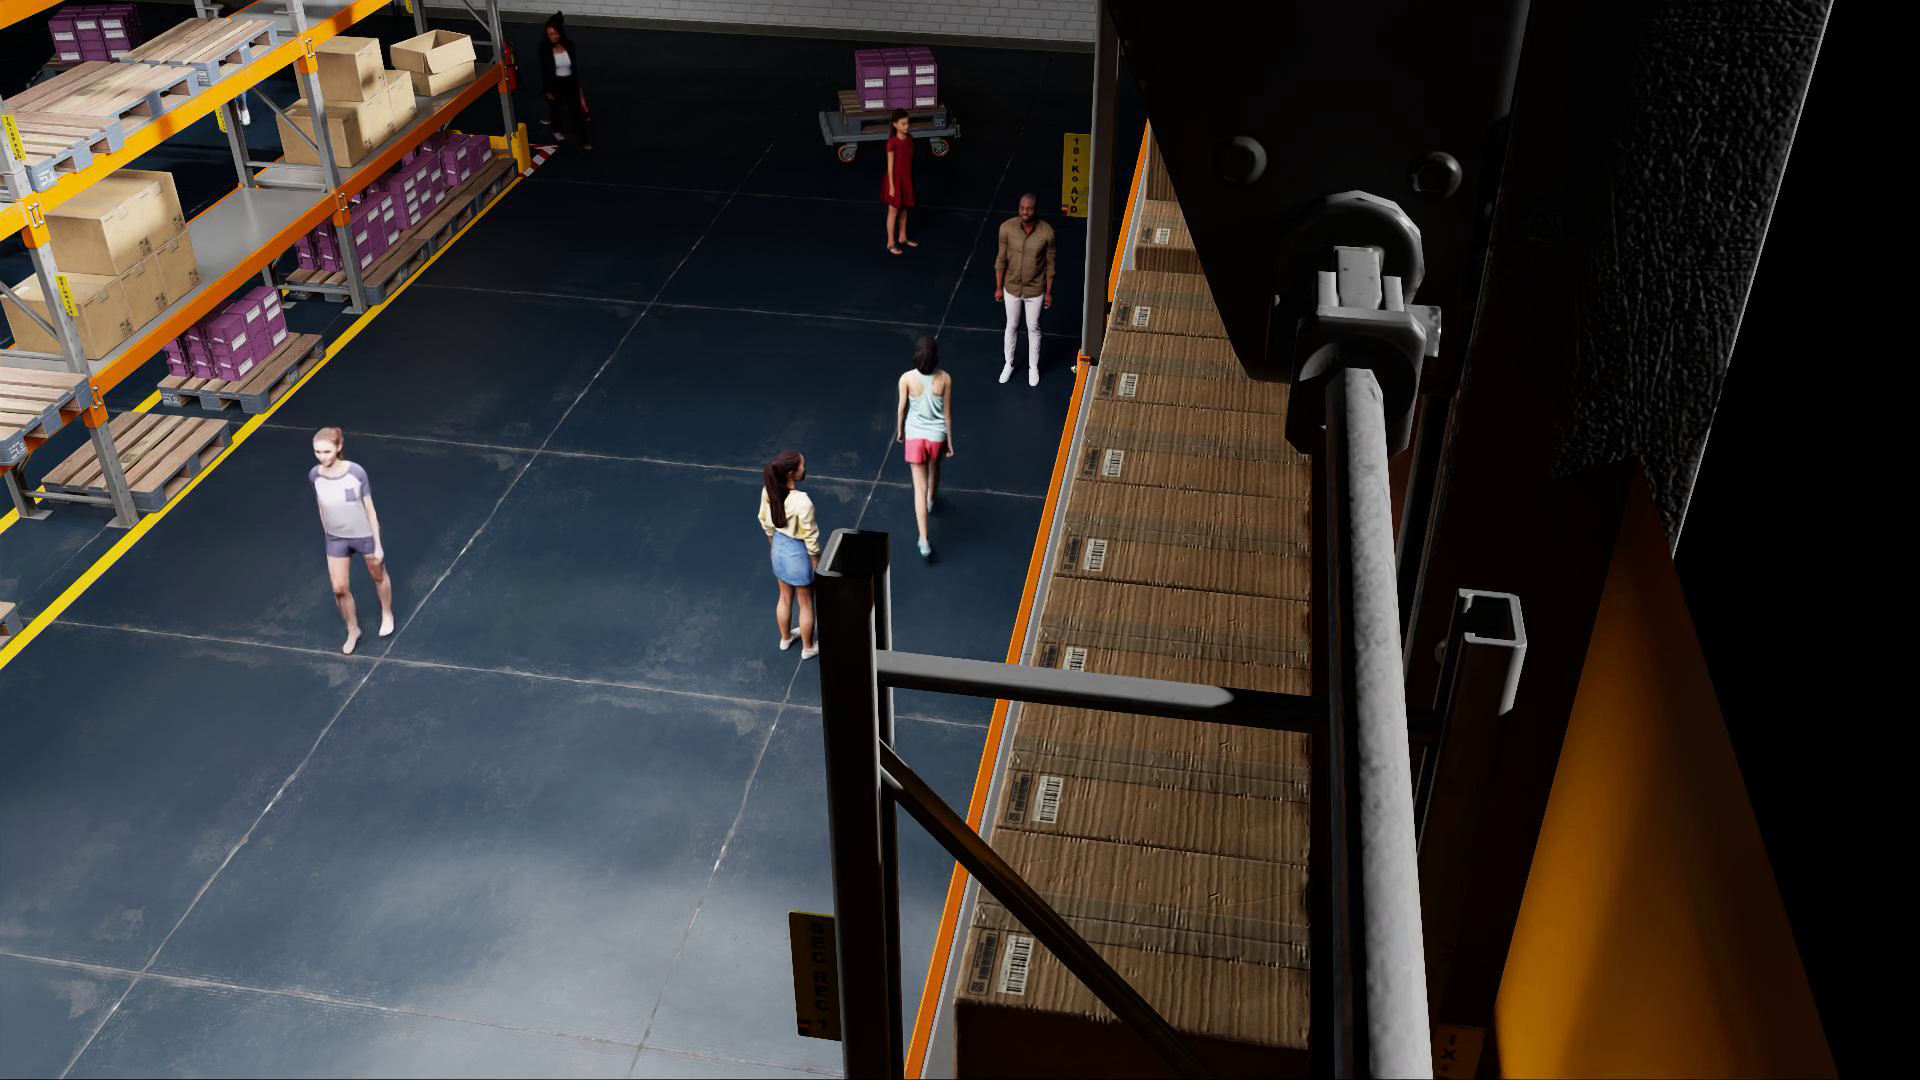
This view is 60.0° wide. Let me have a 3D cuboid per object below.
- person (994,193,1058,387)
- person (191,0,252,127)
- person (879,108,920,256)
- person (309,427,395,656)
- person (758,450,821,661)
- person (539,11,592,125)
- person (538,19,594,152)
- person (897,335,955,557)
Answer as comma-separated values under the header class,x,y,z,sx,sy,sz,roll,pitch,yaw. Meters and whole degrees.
class,x,y,z,sx,sy,sz,roll,pitch,yaw
person,0.592,-2.295,15.111,0.710,1.825,0.550,6,34,9
person,-9.244,-6.149,20.932,0.783,1.799,0.757,-4,34,-6
person,-0.636,-3.833,17.670,0.729,1.552,0.667,25,41,33
person,-4.283,-0.078,11.843,0.684,1.750,0.781,-3,34,-5
person,-1.175,0.104,11.677,0.720,1.631,0.714,23,40,31
person,-4.905,-5.954,20.976,0.837,1.426,0.897,-5,34,-7
person,-4.891,-5.528,20.209,1.127,1.566,1.162,-24,41,-32
person,-0.265,-0.706,12.821,0.797,1.714,1.285,-1,34,-2
